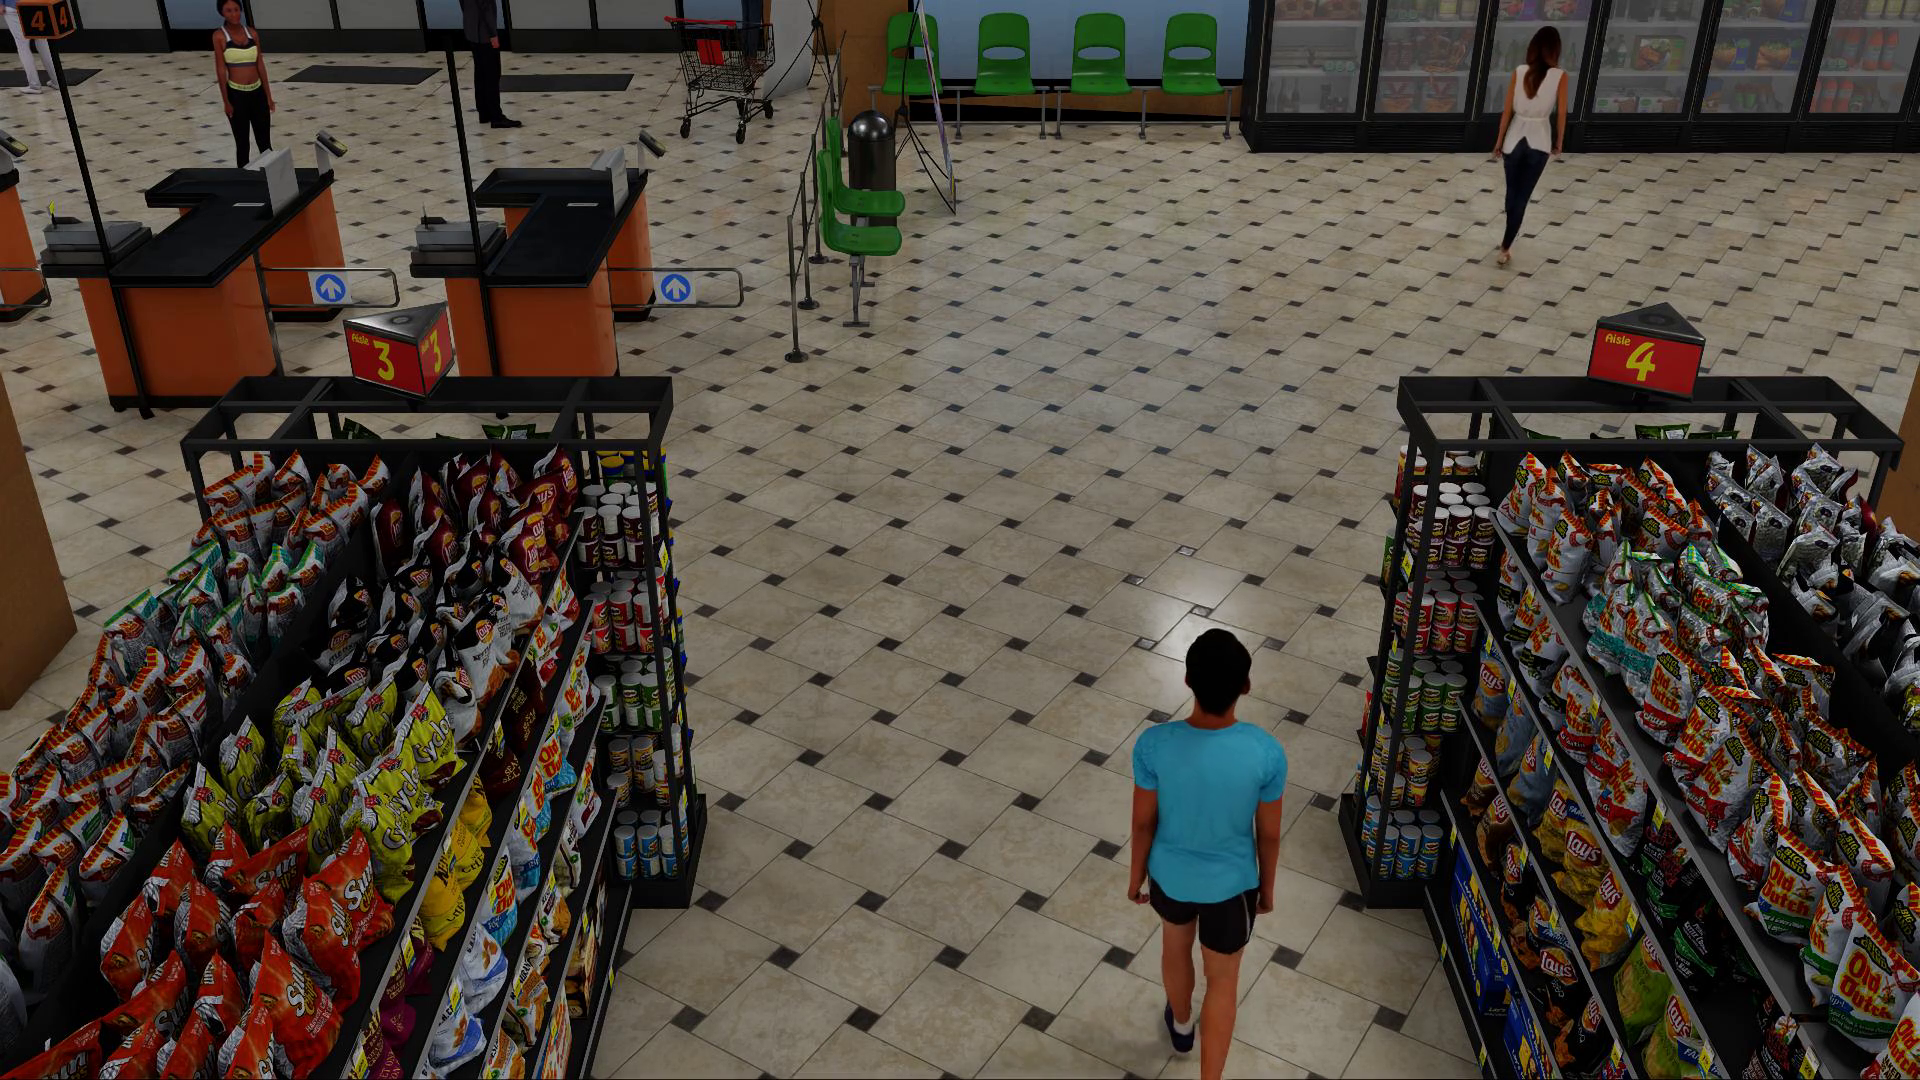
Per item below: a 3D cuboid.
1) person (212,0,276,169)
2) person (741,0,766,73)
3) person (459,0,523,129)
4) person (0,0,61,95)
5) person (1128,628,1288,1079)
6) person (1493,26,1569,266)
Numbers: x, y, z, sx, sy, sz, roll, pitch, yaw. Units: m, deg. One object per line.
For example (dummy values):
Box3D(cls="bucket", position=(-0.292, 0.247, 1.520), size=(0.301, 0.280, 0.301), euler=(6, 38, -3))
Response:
Box3D(cls="person", position=(-6.006, -3.698, 13.991), size=(0.638, 1.754, 0.691), euler=(-24, 36, -36))
Box3D(cls="person", position=(-2.323, -6.103, 18.356), size=(0.733, 1.792, 0.619), euler=(-15, 32, -26))
Box3D(cls="person", position=(-4.667, -4.989, 16.263), size=(0.869, 1.842, 0.777), euler=(-21, 35, -33))
Box3D(cls="person", position=(-9.865, -5.657, 17.439), size=(0.798, 1.887, 0.676), euler=(16, 32, 27))
Box3D(cls="person", position=(0.751, 1.114, 5.181), size=(0.745, 1.751, 1.096), euler=(4, 29, 8))
Box3D(cls="person", position=(4.286, -2.947, 12.621), size=(0.952, 1.749, 1.154), euler=(14, 32, 25))
